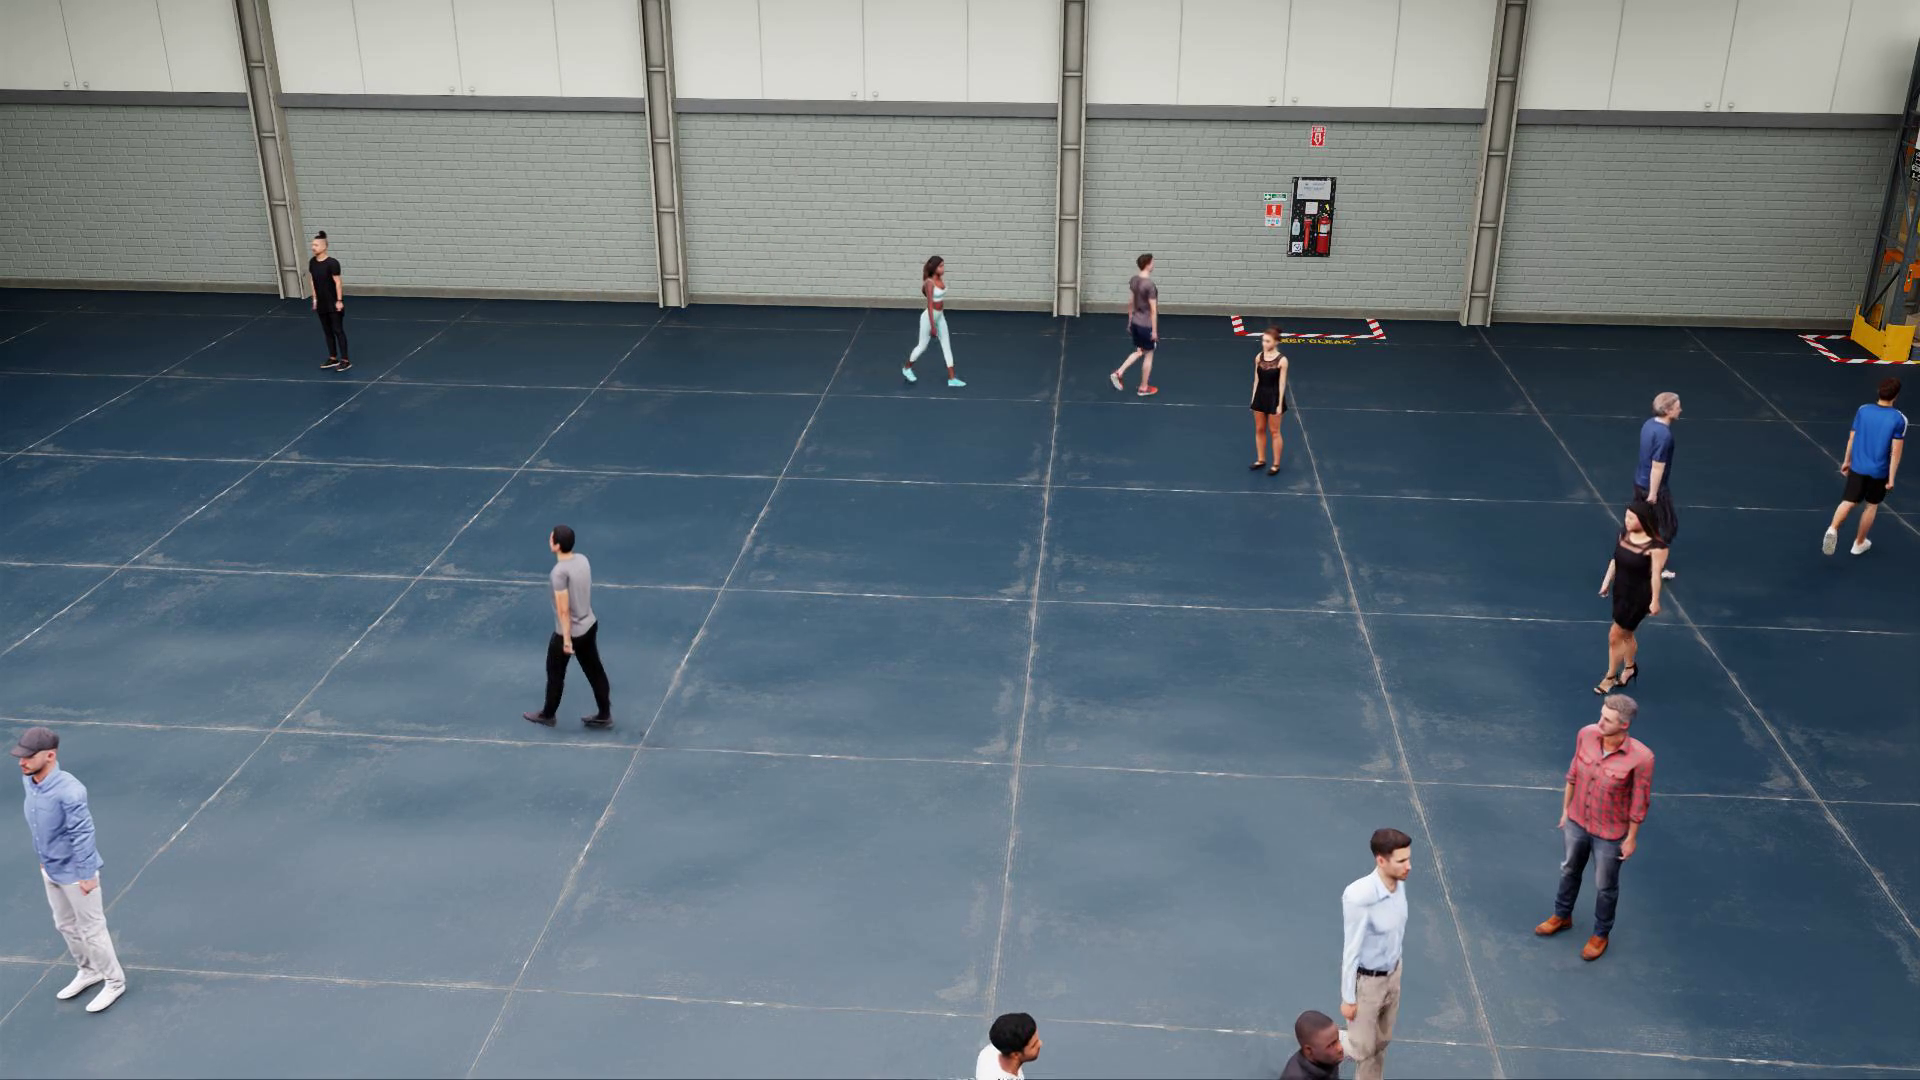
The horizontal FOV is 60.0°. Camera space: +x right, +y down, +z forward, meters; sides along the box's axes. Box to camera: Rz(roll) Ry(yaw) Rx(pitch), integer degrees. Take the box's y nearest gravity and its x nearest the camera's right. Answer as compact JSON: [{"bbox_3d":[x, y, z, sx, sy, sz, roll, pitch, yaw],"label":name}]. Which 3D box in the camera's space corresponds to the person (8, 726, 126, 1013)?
[{"bbox_3d":[-5.365,1.947,10.004,0.665,1.885,0.786,13,27,29],"label":"person"}]

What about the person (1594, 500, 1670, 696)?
[{"bbox_3d":[5.605,0.477,13.701,0.835,1.698,0.796,-7,24,-15],"label":"person"}]

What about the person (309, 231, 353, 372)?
[{"bbox_3d":[-8.389,-3.192,22.119,0.688,1.863,0.827,13,26,28],"label":"person"}]

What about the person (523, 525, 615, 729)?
[{"bbox_3d":[-2.958,0.721,13.091,1.027,1.725,0.776,7,24,16],"label":"person"}]

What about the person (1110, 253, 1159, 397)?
[{"bbox_3d":[2.242,-2.679,20.944,1.039,1.839,0.931,-12,26,-27],"label":"person"}]

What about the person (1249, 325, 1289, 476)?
[{"bbox_3d":[3.459,-1.570,18.540,0.752,1.678,0.683,-21,31,-40],"label":"person"}]

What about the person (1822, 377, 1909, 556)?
[{"bbox_3d":[8.838,-0.676,16.226,1.139,1.844,1.107,-20,30,-38],"label":"person"}]

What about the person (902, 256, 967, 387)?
[{"bbox_3d":[-0.421,-2.804,21.433,1.215,1.685,0.937,14,27,29],"label":"person"}]

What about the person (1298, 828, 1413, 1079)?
[{"bbox_3d":[2.190,2.362,9.100,0.970,1.830,1.039,-19,30,-38],"label":"person"}]

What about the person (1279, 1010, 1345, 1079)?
[{"bbox_3d":[1.574,2.946,7.719,0.742,1.835,0.776,13,26,28],"label":"person"}]

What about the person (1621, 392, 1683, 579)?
[{"bbox_3d":[6.484,-0.509,15.819,0.755,1.855,0.677,1,23,3],"label":"person"}]

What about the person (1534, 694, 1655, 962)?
[{"bbox_3d":[4.042,1.769,10.495,0.802,1.830,0.755,-17,28,-34],"label":"person"}]

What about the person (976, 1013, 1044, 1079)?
[{"bbox_3d":[0.128,2.948,7.874,0.734,1.710,0.711,-2,23,-4],"label":"person"}]
